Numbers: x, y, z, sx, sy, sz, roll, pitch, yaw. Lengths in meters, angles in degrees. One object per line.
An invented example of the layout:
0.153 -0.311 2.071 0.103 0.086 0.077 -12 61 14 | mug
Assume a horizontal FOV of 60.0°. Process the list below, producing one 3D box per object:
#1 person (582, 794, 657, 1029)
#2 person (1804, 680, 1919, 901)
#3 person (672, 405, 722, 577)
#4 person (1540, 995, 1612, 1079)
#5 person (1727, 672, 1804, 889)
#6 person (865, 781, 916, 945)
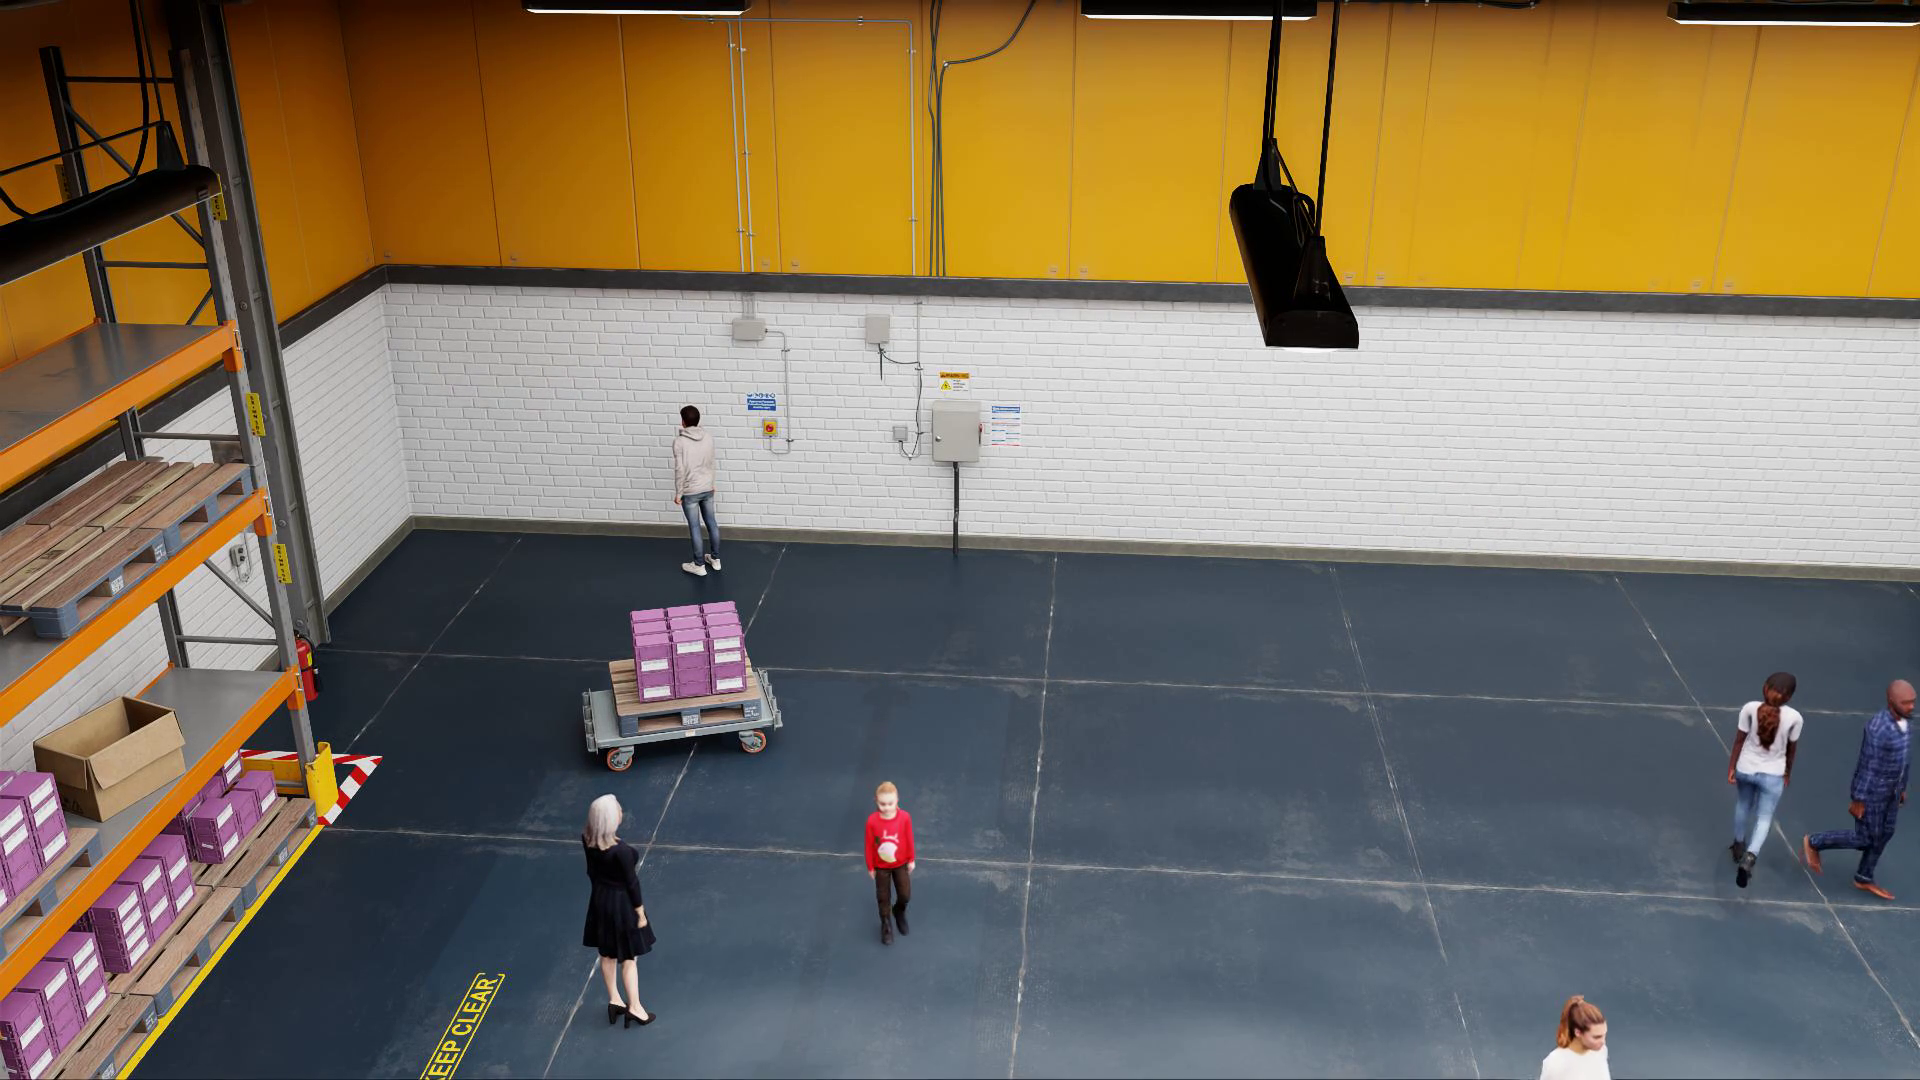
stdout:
-2.238 2.421 10.882 0.693 1.747 0.716 15 28 31 | person
6.675 1.795 12.248 0.981 1.800 1.053 -18 29 -35 | person
-2.764 -0.530 17.501 0.742 1.852 0.818 -21 31 -40 | person
3.261 3.205 9.142 0.884 1.705 0.990 -13 27 -27 | person
5.951 1.795 12.375 0.866 1.698 1.095 13 27 27 | person
-0.504 2.259 11.842 0.563 1.275 0.579 -4 24 -10 | person
